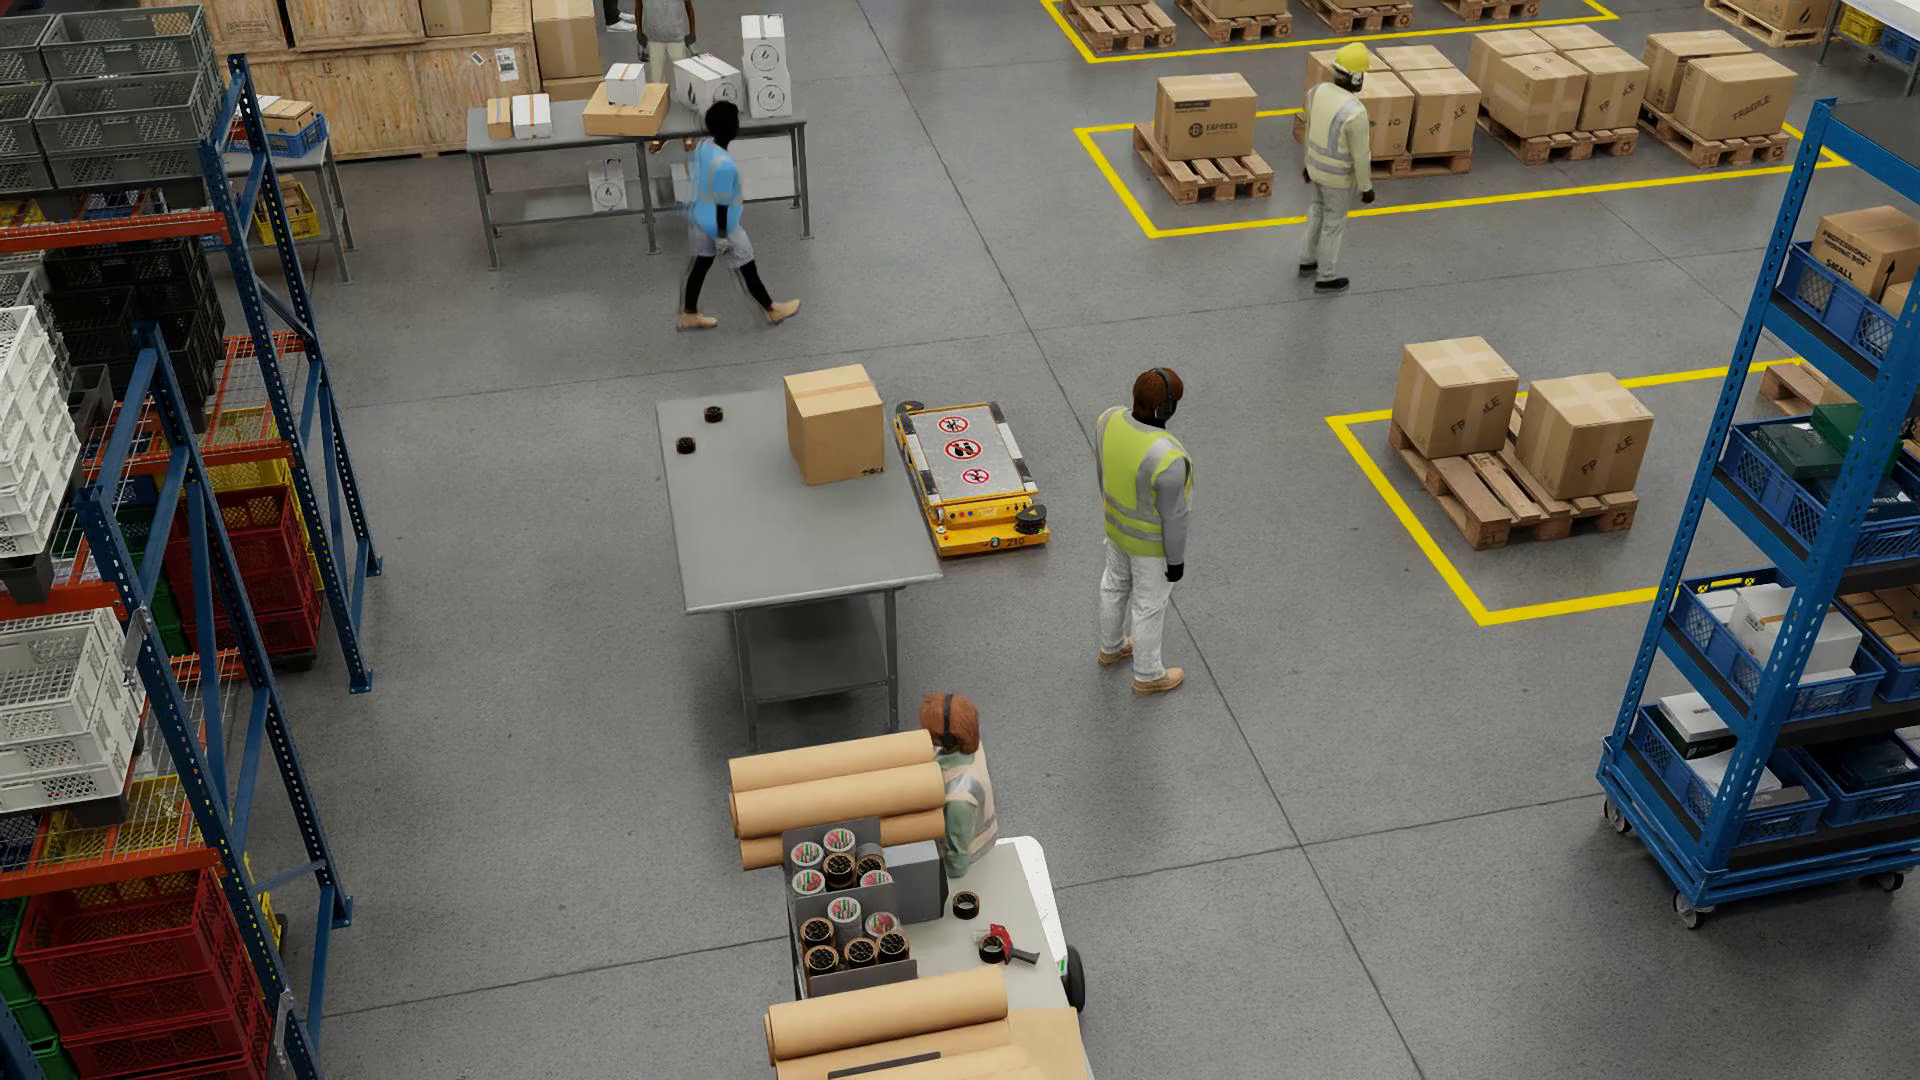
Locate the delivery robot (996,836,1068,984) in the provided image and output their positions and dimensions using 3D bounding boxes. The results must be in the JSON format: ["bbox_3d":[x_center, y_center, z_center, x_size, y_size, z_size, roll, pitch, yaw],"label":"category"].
[{"bbox_3d":[0.234,1.591,7.081,0.477,0.478,0.707,-5,37,-6],"label":"delivery robot"}]

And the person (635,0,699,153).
[{"bbox_3d":[-2.425,-4.124,13.743,0.520,1.874,0.332,1,37,1],"label":"person"}]

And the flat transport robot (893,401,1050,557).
[{"bbox_3d":[0.046,-0.430,10.108,0.652,0.197,1.431,-8,37,-10],"label":"flat transport robot"}]

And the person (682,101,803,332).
[{"bbox_3d":[-1.560,-2.183,11.310,0.874,1.644,0.554,-14,39,-18],"label":"person"}]

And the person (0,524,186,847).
[{"bbox_3d":[-3.856,0.623,7.314,0.634,1.933,0.372,2,37,3],"label":"person"}]

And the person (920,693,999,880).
[{"bbox_3d":[-0.006,1.258,6.711,0.318,1.631,0.526,-1,37,-1],"label":"person"}]

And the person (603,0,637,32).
[{"bbox_3d":[-3.417,-5.913,16.119,0.389,1.911,0.591,-9,38,-12],"label":"person"}]

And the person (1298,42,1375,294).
[{"bbox_3d":[2.653,-2.603,11.742,0.421,1.826,0.612,-13,39,-17],"label":"person"}]

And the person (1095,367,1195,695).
[{"bbox_3d":[0.925,-0.044,8.287,0.429,1.840,0.624,-21,41,-26],"label":"person"}]
